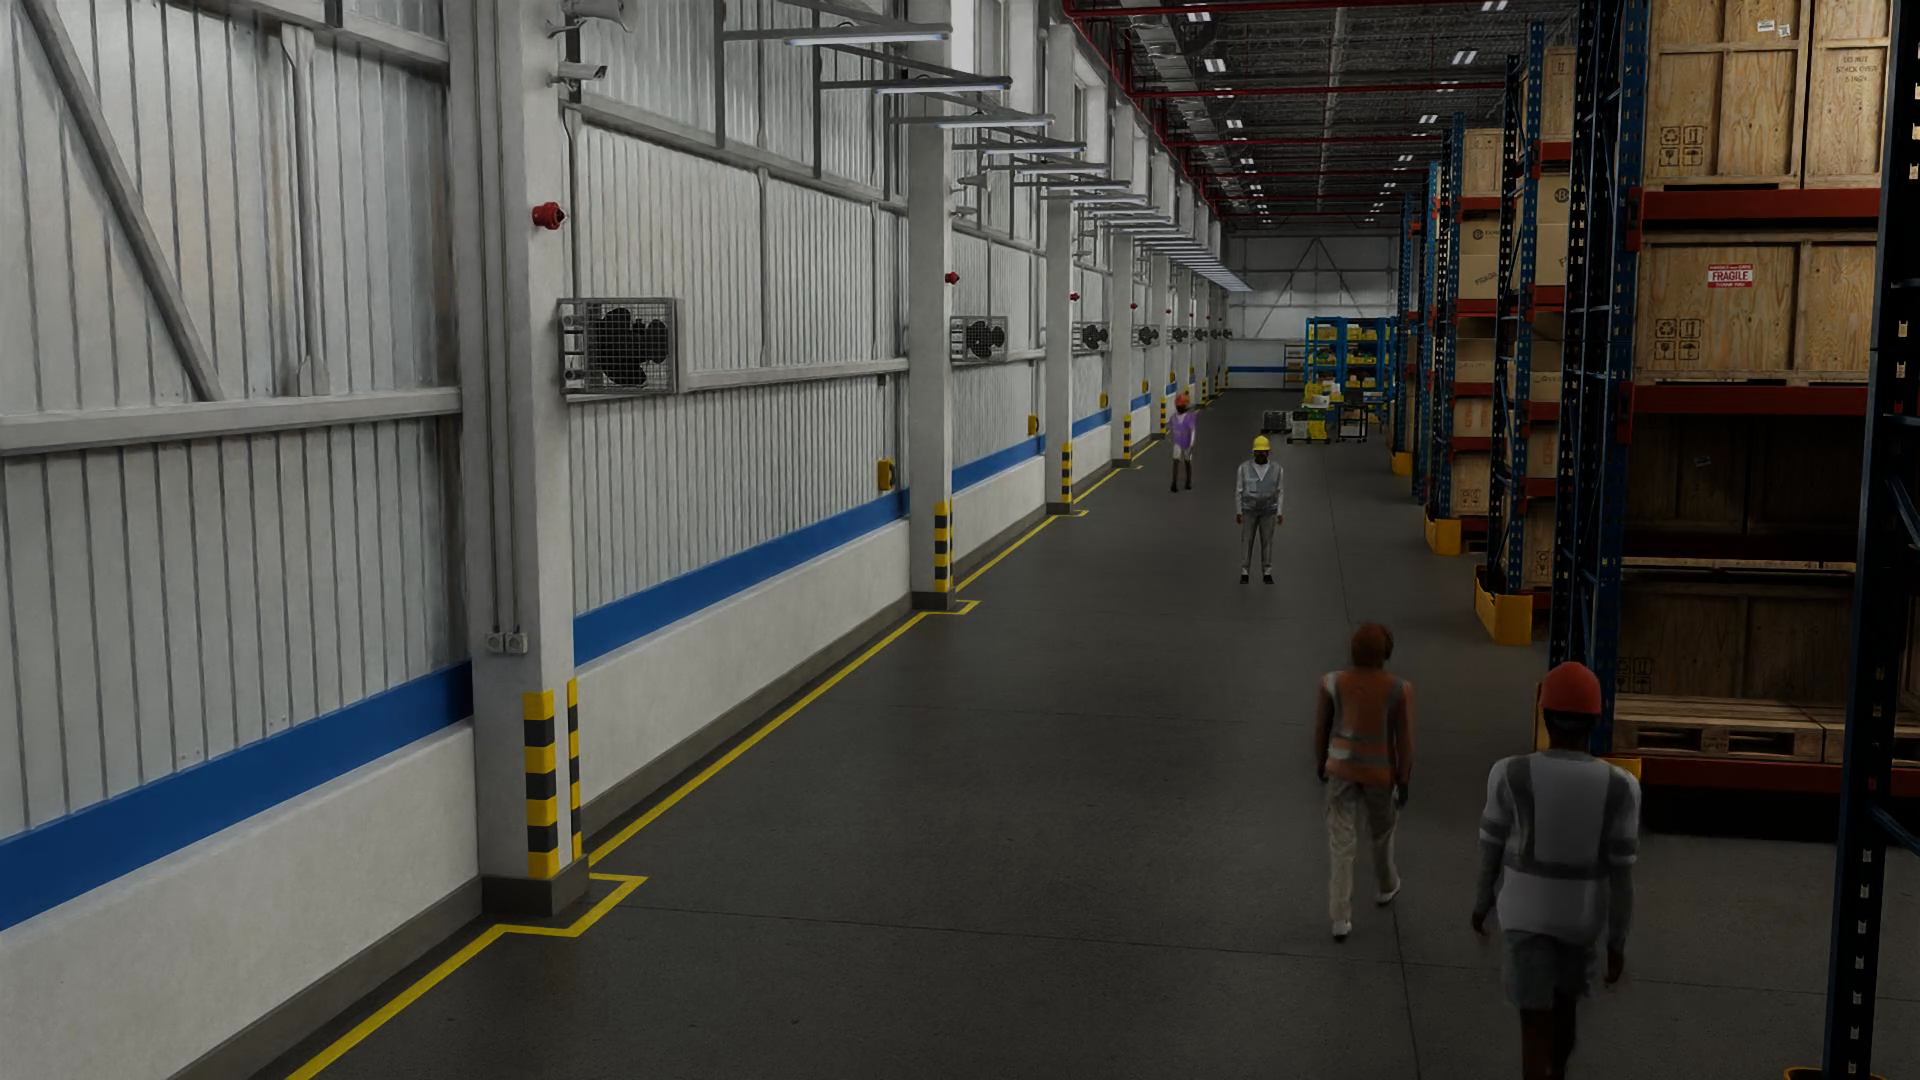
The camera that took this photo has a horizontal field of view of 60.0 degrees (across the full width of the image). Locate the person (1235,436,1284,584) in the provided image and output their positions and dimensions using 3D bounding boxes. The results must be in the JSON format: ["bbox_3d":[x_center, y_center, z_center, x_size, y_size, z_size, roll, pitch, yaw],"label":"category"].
[{"bbox_3d":[3.686,-0.366,20.474,0.588,1.834,0.403,1,7,4],"label":"person"}]

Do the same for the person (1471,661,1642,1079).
[{"bbox_3d":[2.221,1.390,6.206,0.545,1.893,0.992,1,7,7],"label":"person"}]

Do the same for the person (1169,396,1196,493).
[{"bbox_3d":[4.343,-1.881,32.446,0.544,1.889,1.032,2,8,19],"label":"person"}]

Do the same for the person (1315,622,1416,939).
[{"bbox_3d":[2.111,1.223,8.686,0.529,1.592,0.853,3,8,24],"label":"person"}]
